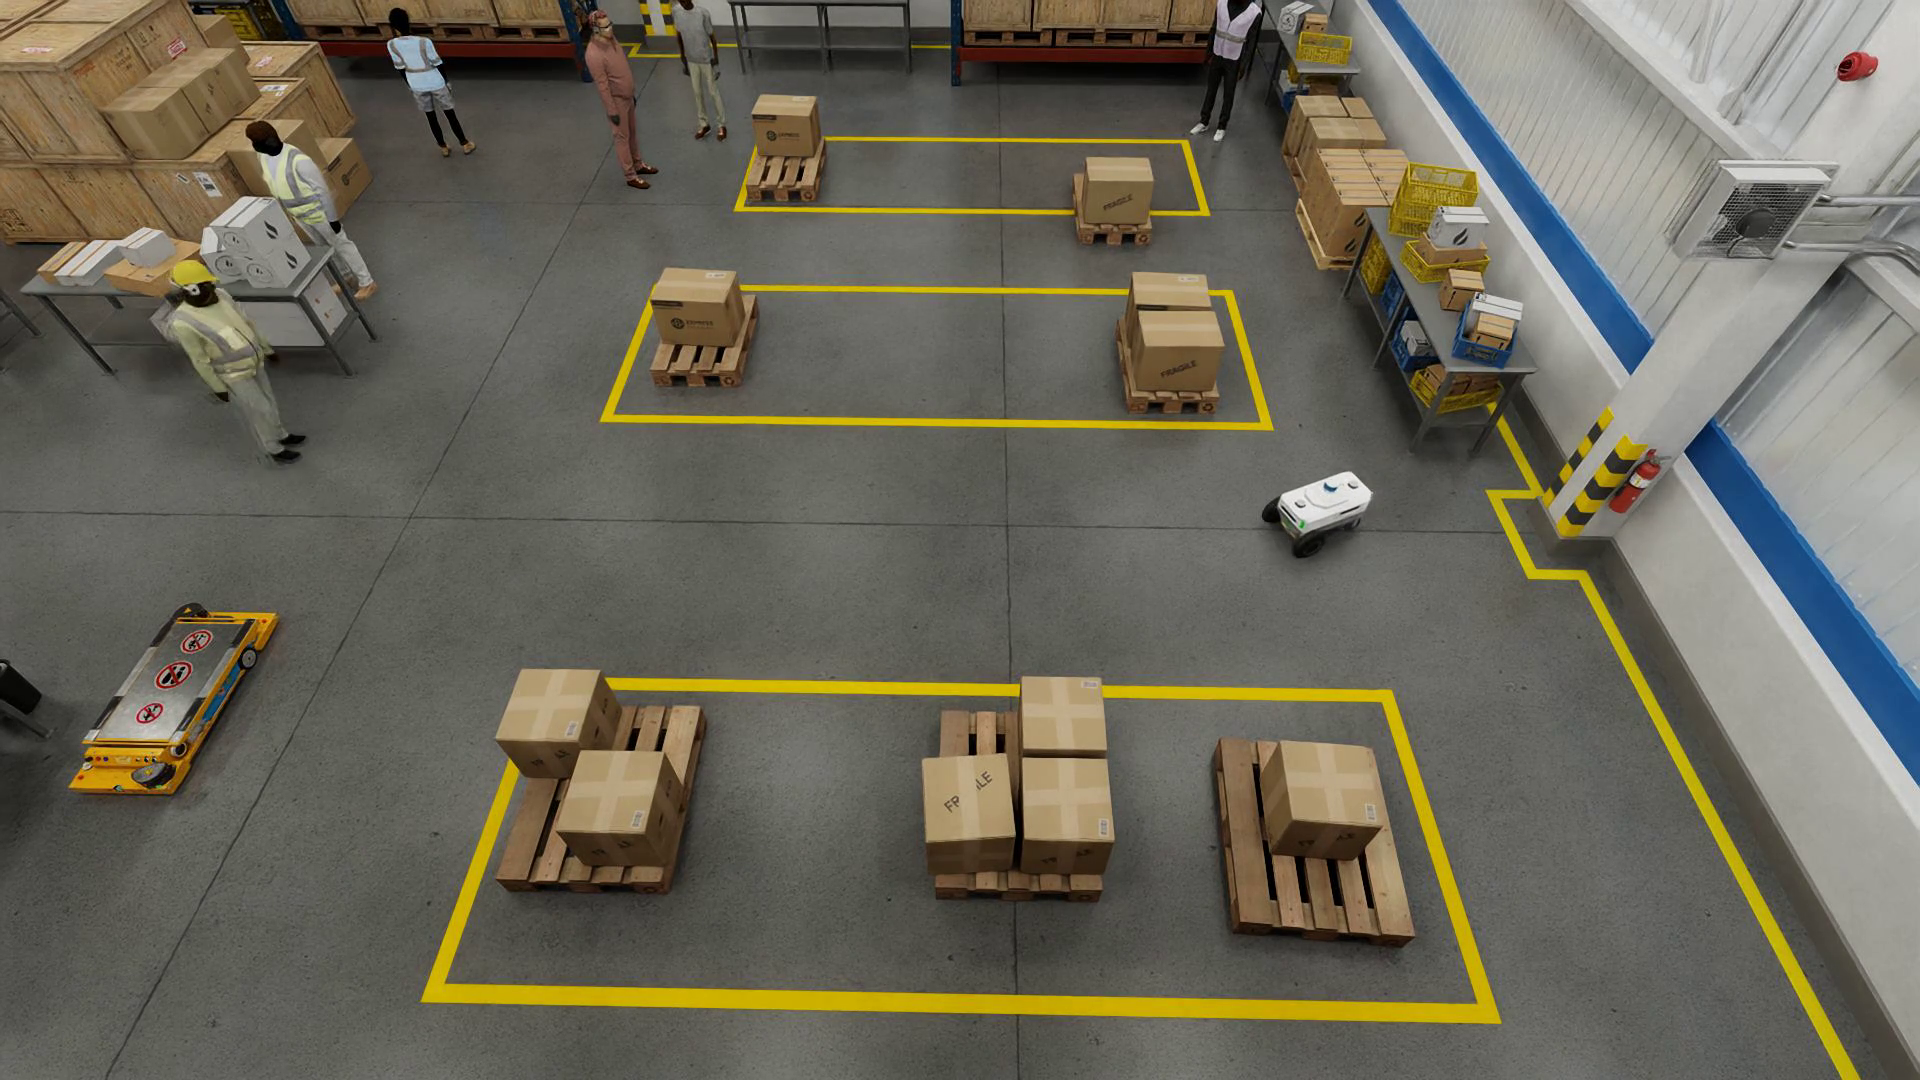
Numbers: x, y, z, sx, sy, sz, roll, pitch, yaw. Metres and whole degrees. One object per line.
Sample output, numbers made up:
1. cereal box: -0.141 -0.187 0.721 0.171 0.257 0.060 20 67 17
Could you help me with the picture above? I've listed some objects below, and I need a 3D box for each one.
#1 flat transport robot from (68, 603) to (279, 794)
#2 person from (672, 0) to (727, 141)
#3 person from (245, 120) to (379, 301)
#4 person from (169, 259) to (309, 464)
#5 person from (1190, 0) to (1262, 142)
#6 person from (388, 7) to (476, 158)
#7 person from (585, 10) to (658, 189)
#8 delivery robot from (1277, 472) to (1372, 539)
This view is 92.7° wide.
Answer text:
1. flat transport robot: -5.504 1.072 6.442 0.652 0.197 1.431 1 50 1
2. person: -3.205 -5.891 11.294 0.513 1.872 0.331 9 50 8
3. person: -6.415 -3.230 9.062 0.627 1.840 0.429 18 52 15
4. person: -5.959 -1.456 7.592 0.435 1.795 0.628 0 50 0
5. person: 3.301 -5.958 11.319 0.591 1.919 0.391 31 56 23
6. person: -6.417 -5.493 11.069 0.536 1.696 0.318 -8 50 -7
7. person: -3.907 -5.064 10.570 0.404 1.911 0.636 4 50 3
8. delivery robot: 2.917 -0.296 7.356 0.707 0.478 0.477 -19 52 -15
